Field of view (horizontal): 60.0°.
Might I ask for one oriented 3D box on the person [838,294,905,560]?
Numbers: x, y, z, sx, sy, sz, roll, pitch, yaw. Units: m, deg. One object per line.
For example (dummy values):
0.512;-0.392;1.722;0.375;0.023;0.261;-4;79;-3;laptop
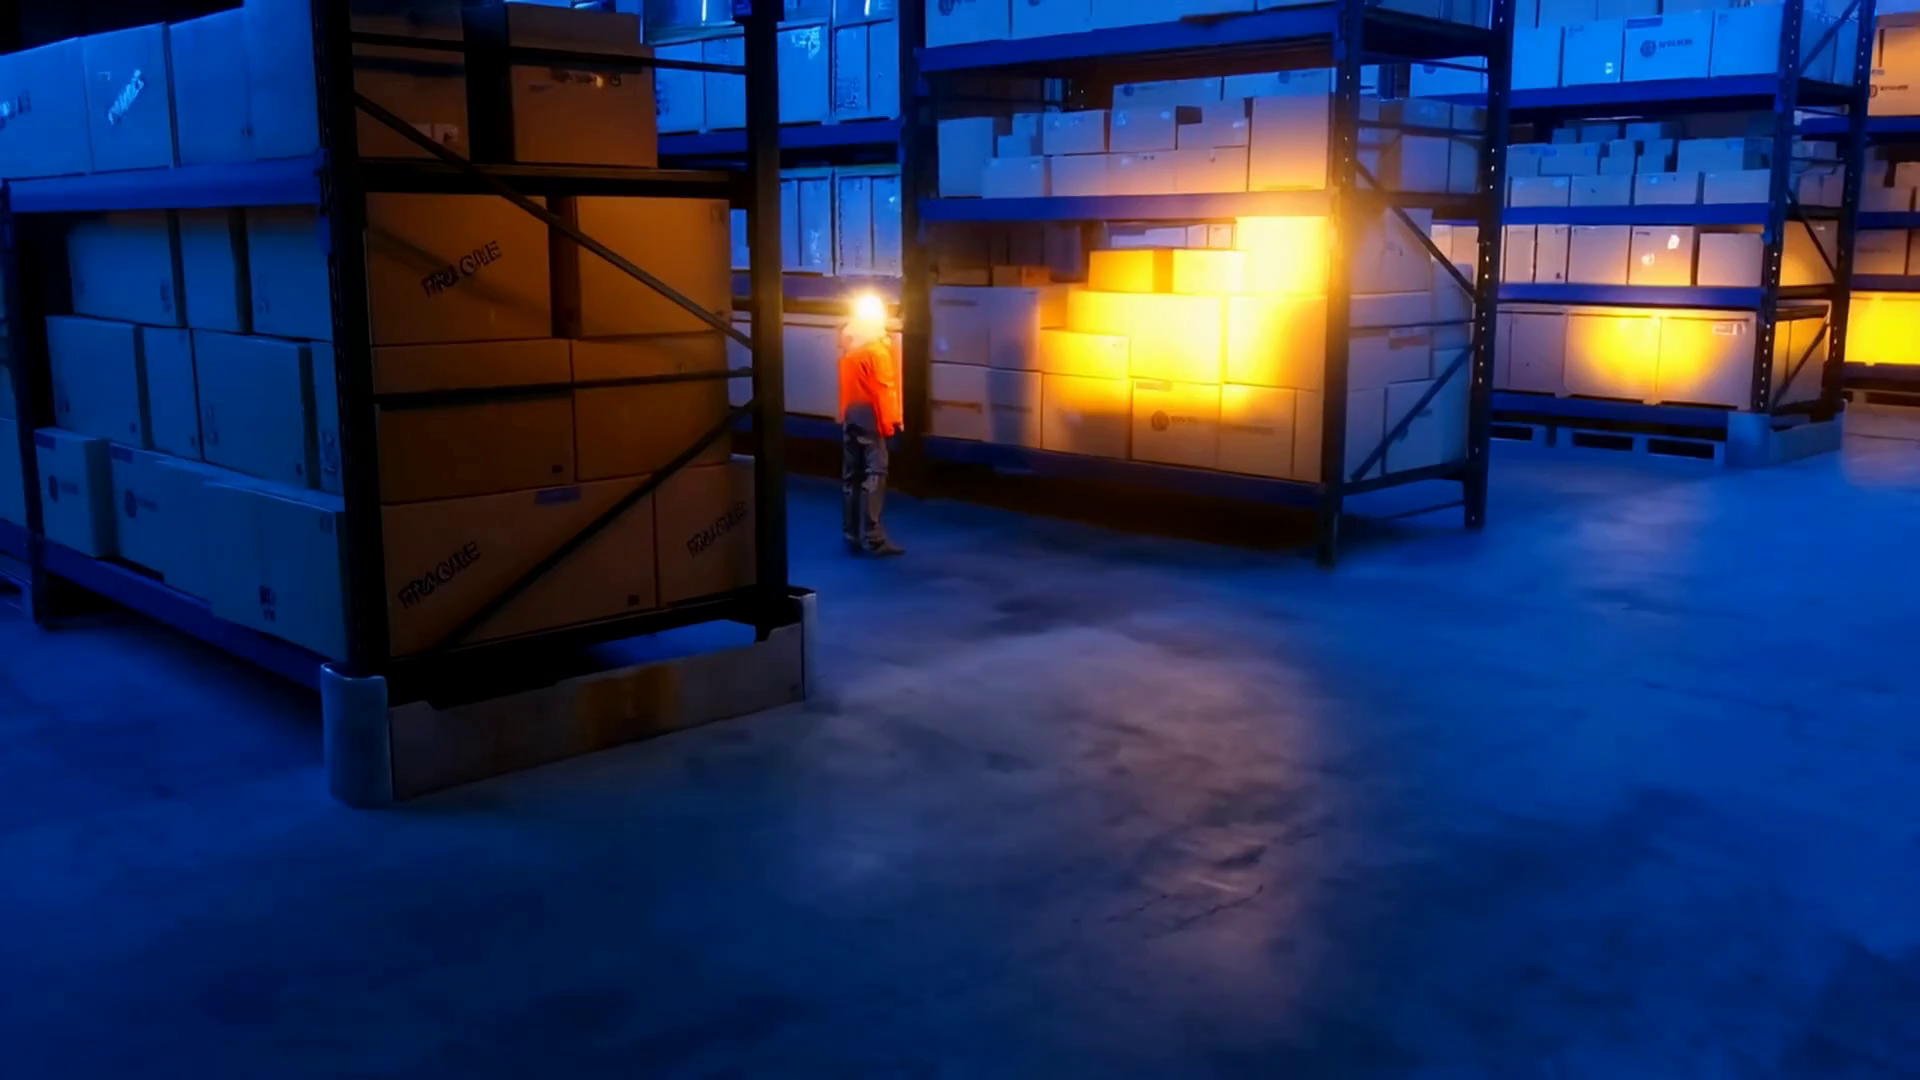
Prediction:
-0.602;-0.743;11.002;0.287;1.746;0.488;-10;14;-44;person
